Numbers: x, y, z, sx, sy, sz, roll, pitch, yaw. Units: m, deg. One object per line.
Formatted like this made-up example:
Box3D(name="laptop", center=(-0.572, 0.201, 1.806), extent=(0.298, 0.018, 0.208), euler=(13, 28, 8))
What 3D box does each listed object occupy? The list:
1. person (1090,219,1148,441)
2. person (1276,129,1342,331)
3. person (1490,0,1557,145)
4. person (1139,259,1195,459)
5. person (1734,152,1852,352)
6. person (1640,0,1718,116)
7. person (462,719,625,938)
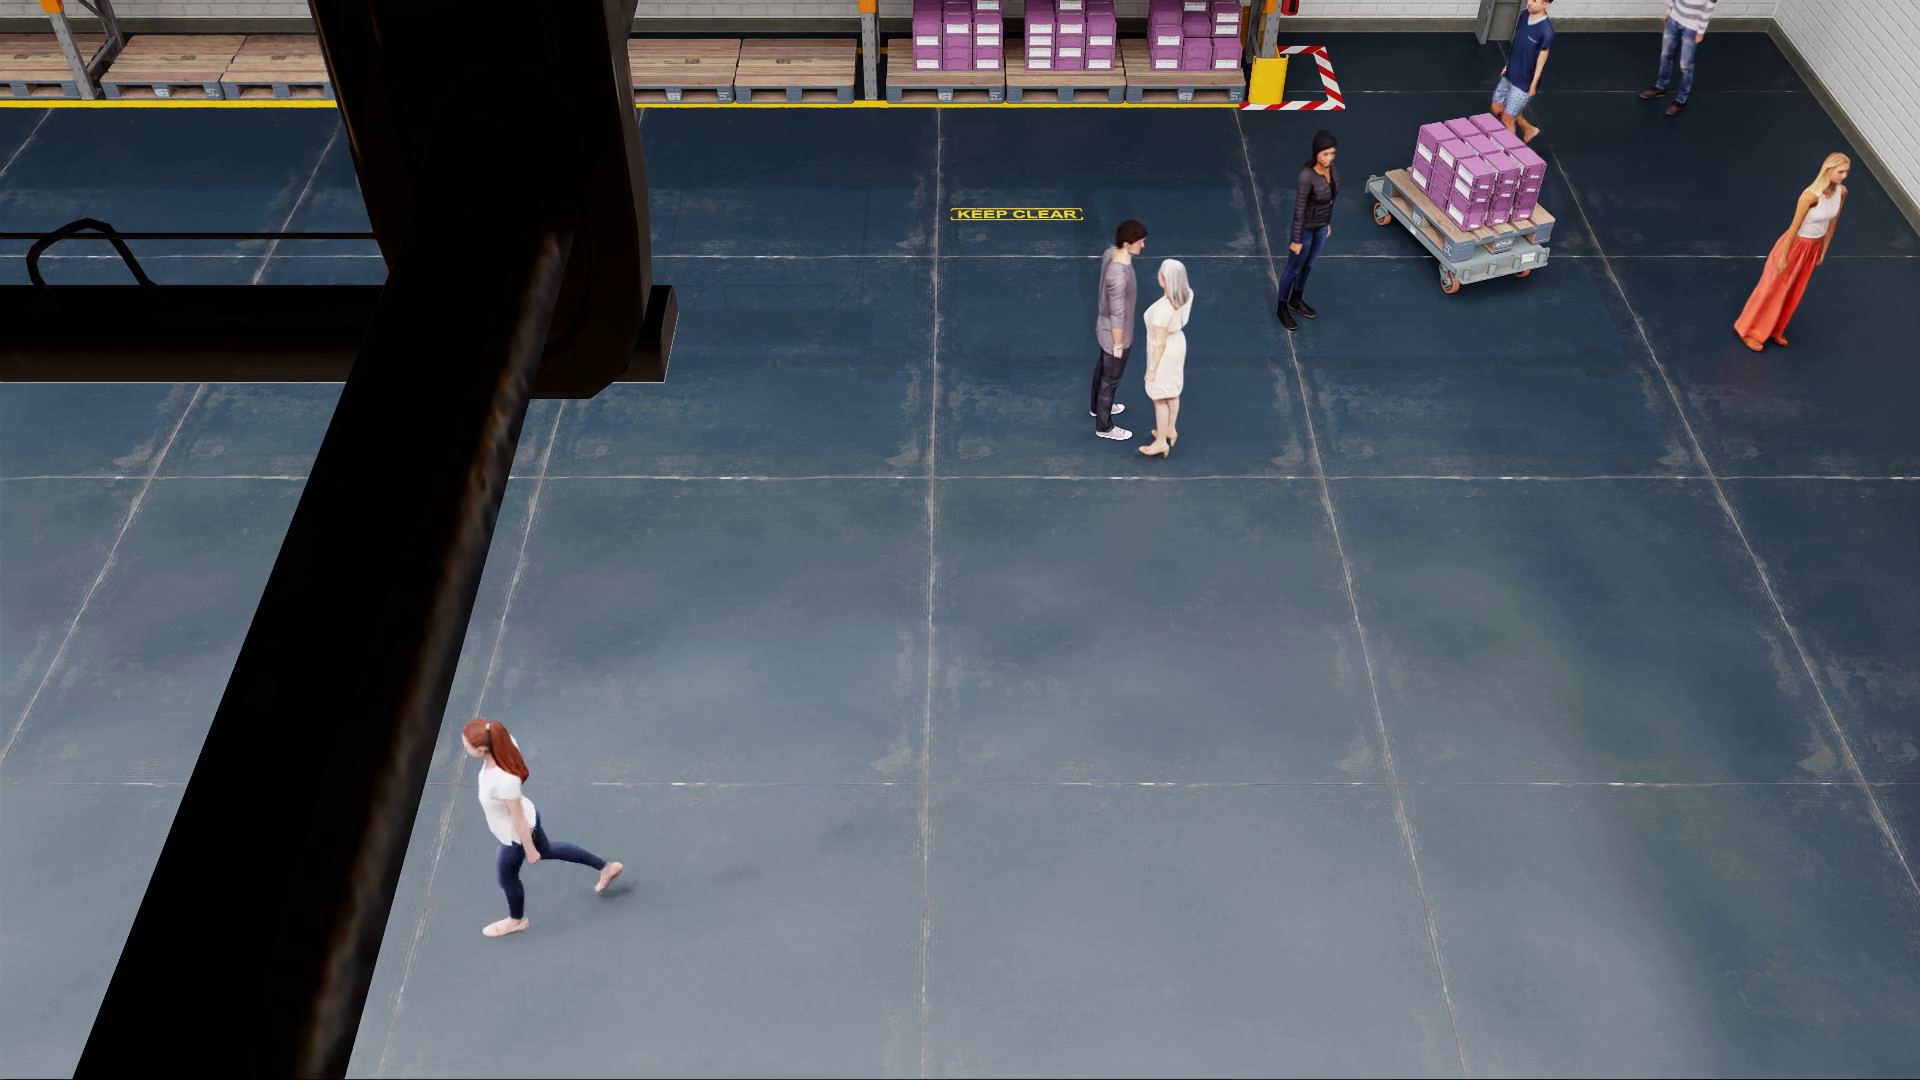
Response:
Box3D(name="person", center=(1.170, -1.613, 12.619), extent=(0.539, 1.848, 0.673), euler=(-1, 44, -2))
Box3D(name="person", center=(2.870, -2.560, 13.686), extent=(0.684, 1.748, 0.755), euler=(-32, 52, -29))
Box3D(name="person", center=(5.282, -4.313, 15.462), extent=(0.973, 1.837, 0.768), euler=(-11, 45, -11))
Box3D(name="person", center=(1.541, -1.349, 12.424), extent=(0.726, 1.735, 0.695), euler=(25, 49, 24))
Box3D(name="person", center=(6.760, -2.330, 13.406), extent=(0.634, 1.801, 0.756), euler=(-14, 45, -15))
Box3D(name="person", center=(7.144, -5.096, 16.280), extent=(0.729, 1.841, 0.746), euler=(-17, 46, -17))
Box3D(name="person", center=(-2.374, 1.590, 9.361), extent=(1.148, 1.705, 0.782), euler=(-10, 45, -11))
